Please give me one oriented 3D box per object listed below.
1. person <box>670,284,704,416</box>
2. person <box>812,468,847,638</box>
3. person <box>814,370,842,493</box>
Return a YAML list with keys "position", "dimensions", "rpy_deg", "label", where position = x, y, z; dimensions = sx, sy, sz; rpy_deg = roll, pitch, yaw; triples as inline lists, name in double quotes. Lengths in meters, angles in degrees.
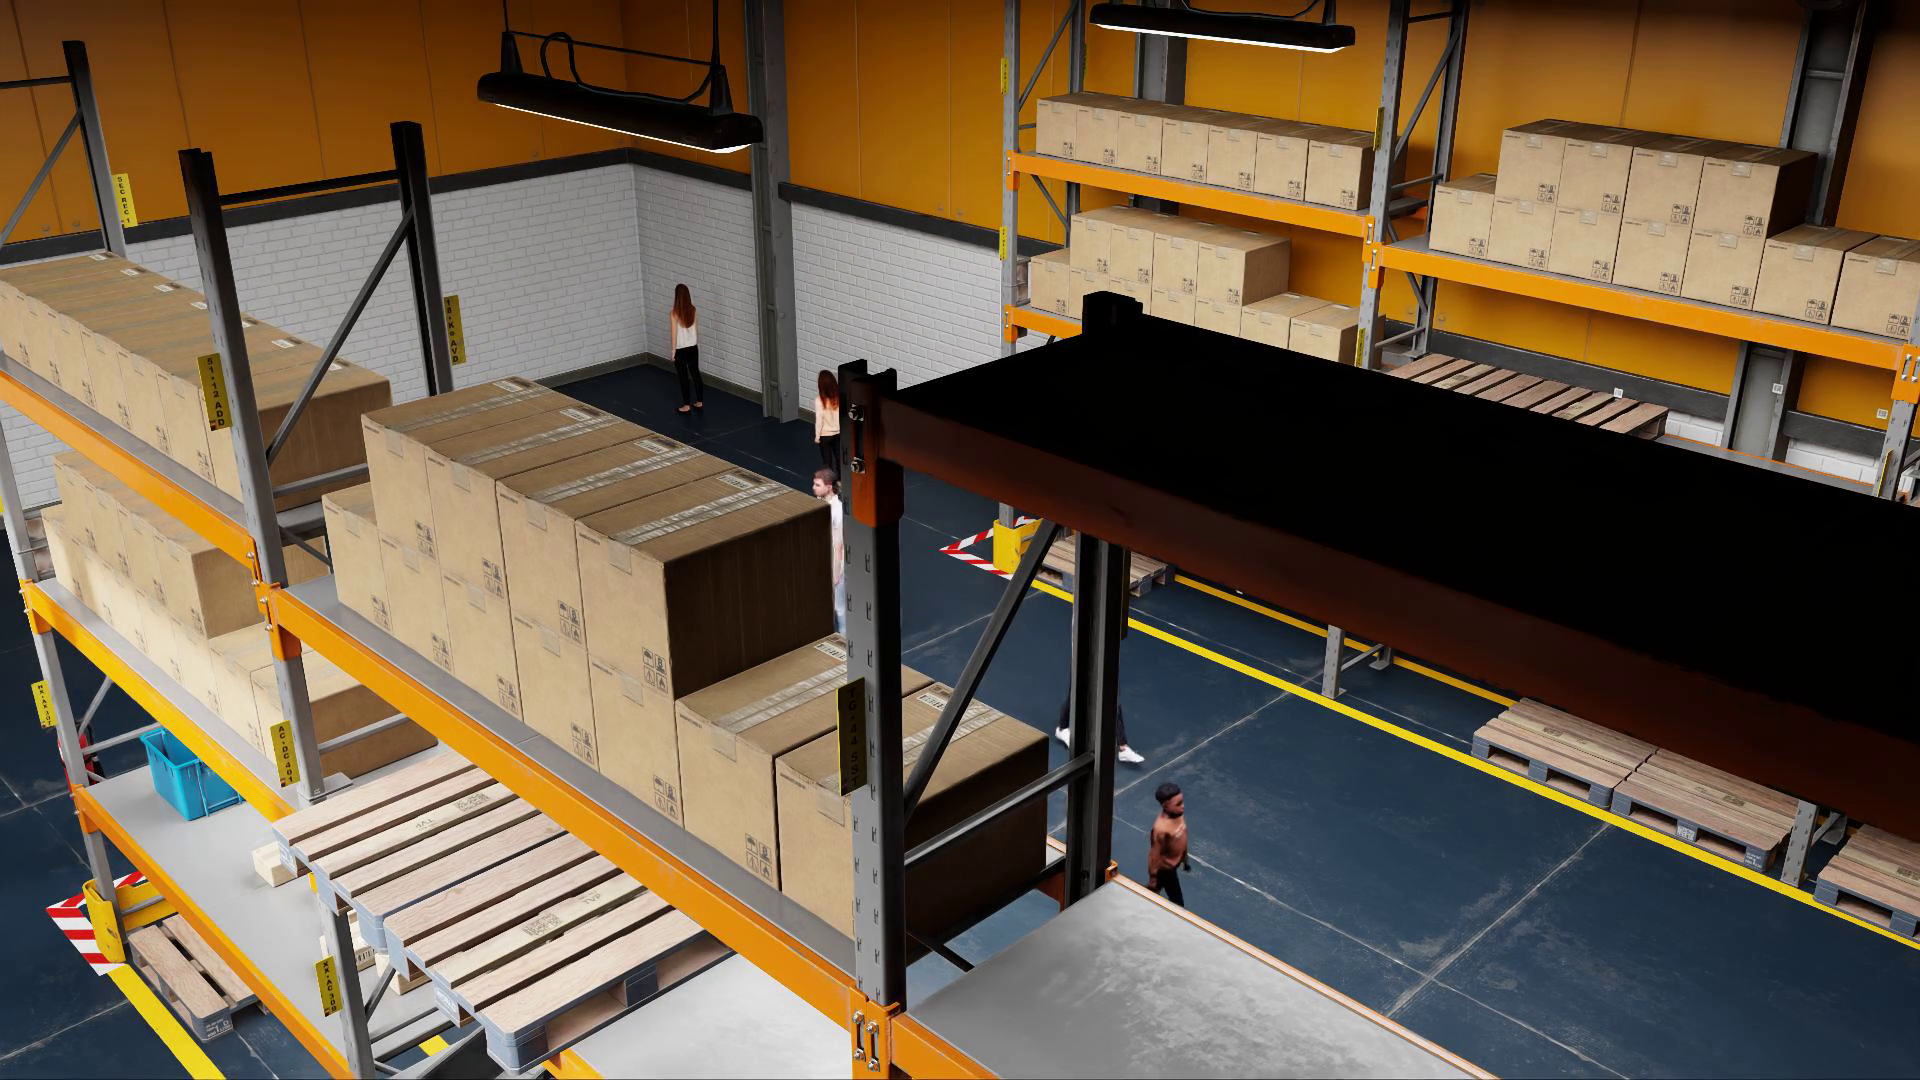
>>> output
- position: [-3.550, -2.480, 21.575]
  dimensions: [0.566, 1.722, 0.494]
  rpy_deg: [-21, 31, -39]
  label: "person"
- position: [-1.112, 0.196, 15.308]
  dimensions: [0.752, 1.838, 0.611]
  rpy_deg: [-18, 29, -35]
  label: "person"
- position: [-1.484, -1.233, 19.020]
  dimensions: [0.562, 1.483, 0.504]
  rpy_deg: [-21, 31, -39]
  label: "person"
